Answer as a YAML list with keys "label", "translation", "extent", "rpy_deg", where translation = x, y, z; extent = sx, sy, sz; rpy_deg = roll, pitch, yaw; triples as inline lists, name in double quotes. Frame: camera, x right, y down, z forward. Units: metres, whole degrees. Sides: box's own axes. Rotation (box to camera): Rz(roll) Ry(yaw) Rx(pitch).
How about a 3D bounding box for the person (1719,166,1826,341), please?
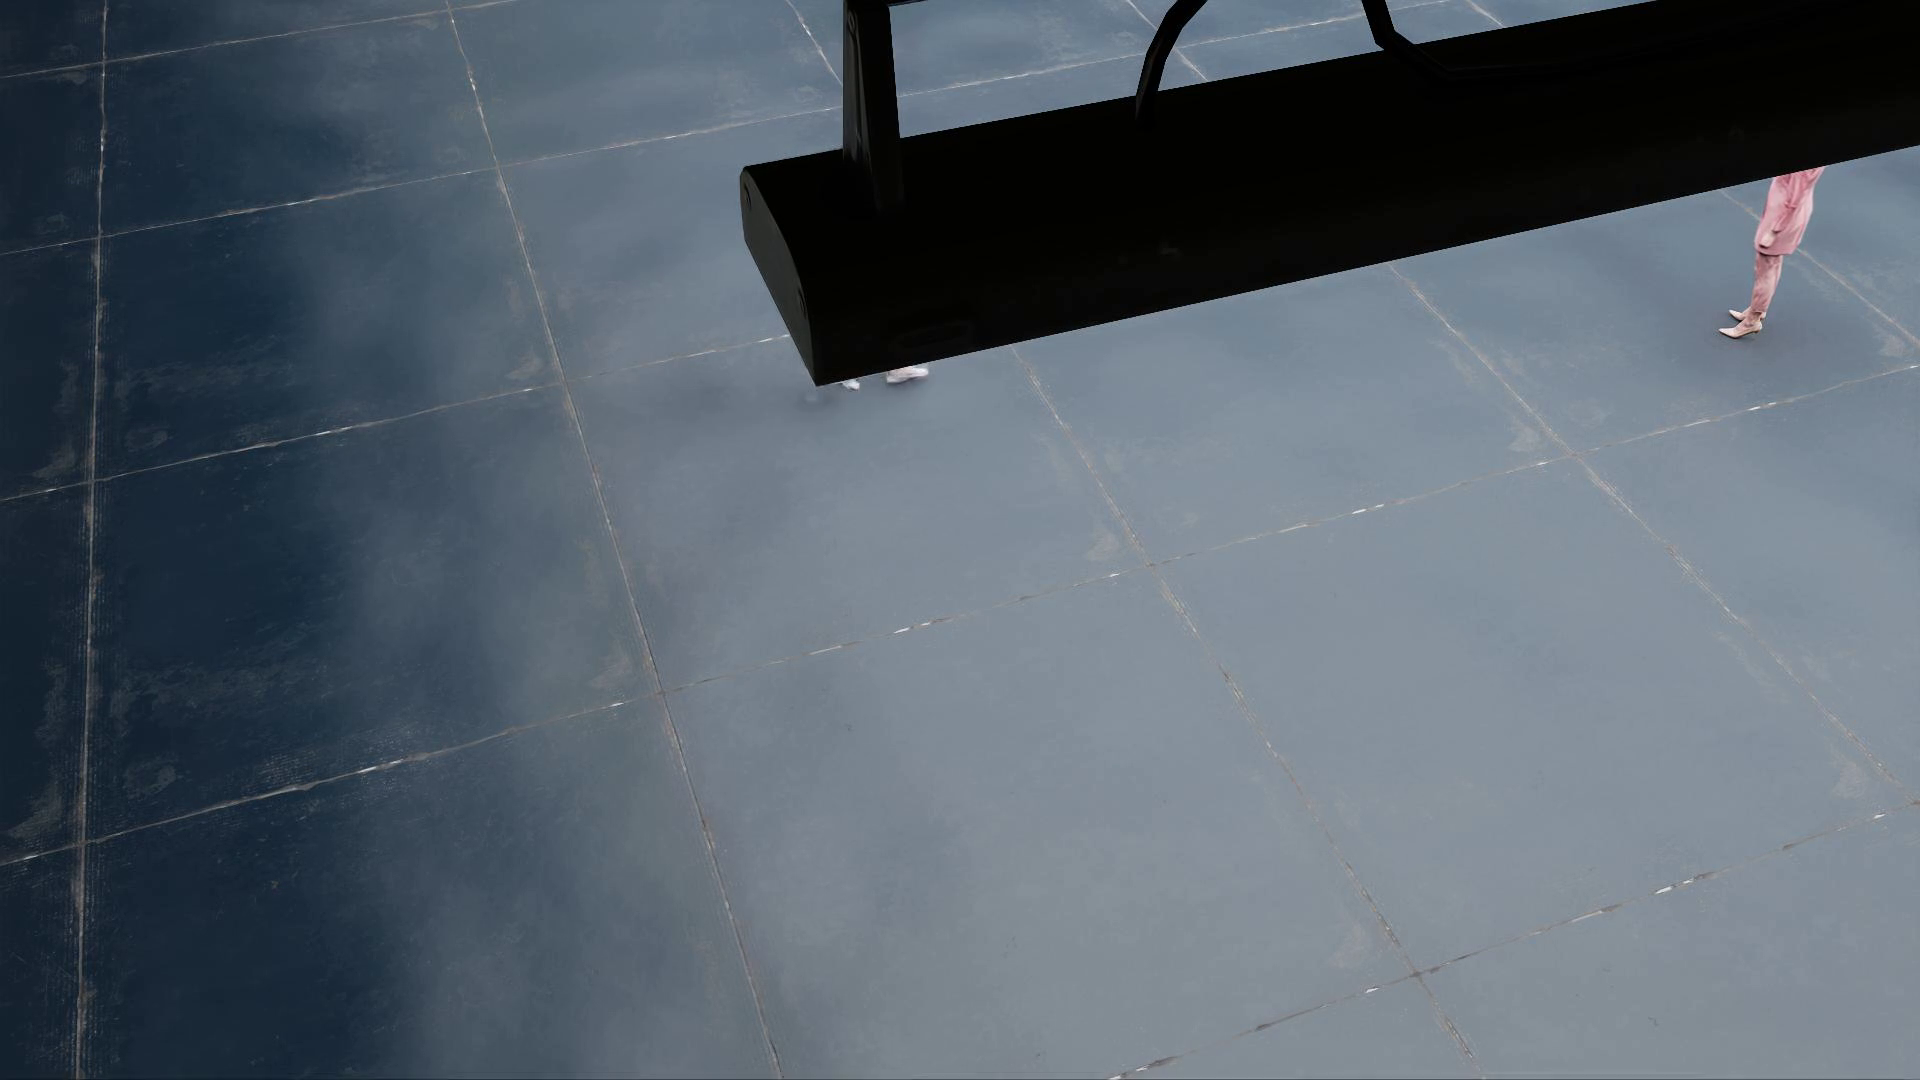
- label: "person"
  translation: [5.520, -2.135, 11.118]
  extent: [0.701, 1.802, 0.692]
  rpy_deg: [28, 50, 27]
